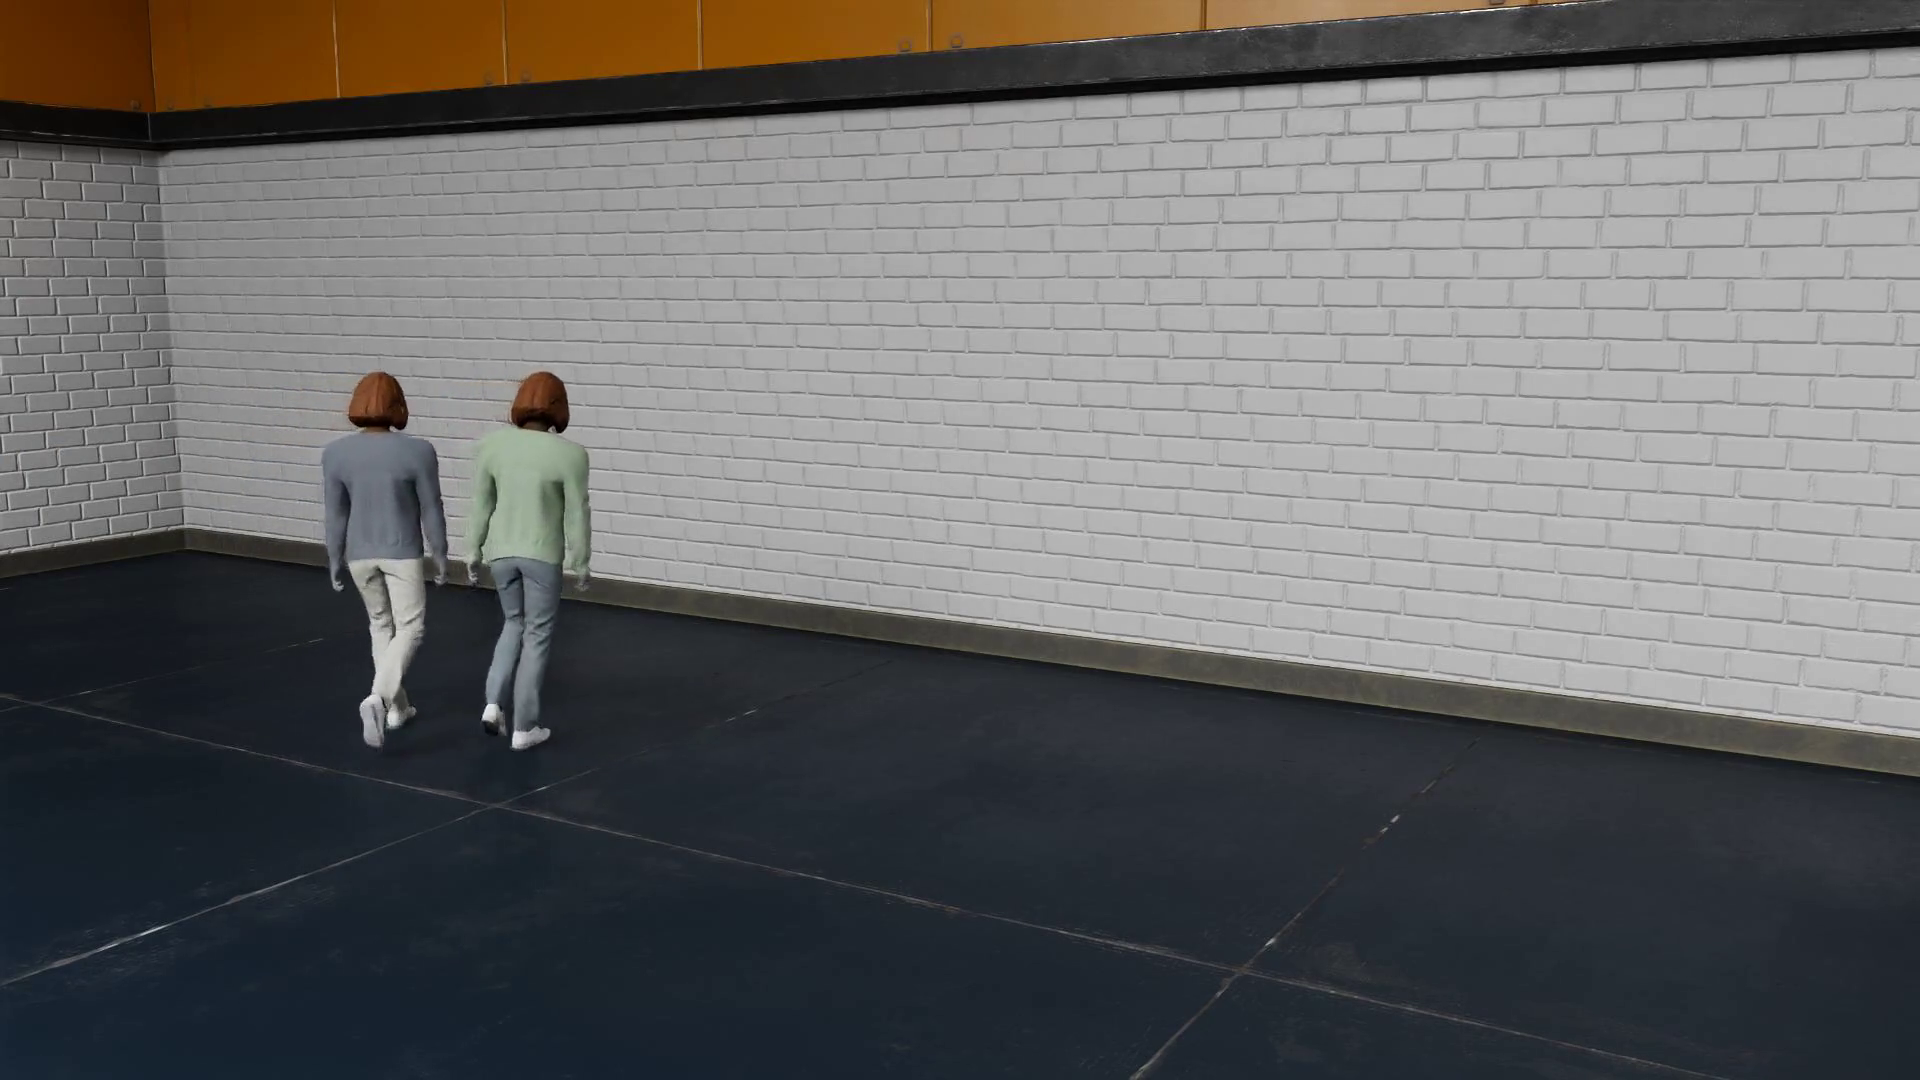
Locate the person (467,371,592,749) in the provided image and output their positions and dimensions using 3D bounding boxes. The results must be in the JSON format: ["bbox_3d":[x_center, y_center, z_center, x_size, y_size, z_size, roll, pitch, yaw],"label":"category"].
[{"bbox_3d":[-1.818,0.089,7.084,0.537,1.606,0.356,2,9,13],"label":"person"}]

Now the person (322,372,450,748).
[{"bbox_3d":[-2.483,0.080,7.152,0.503,1.601,0.737,0,9,2],"label":"person"}]
